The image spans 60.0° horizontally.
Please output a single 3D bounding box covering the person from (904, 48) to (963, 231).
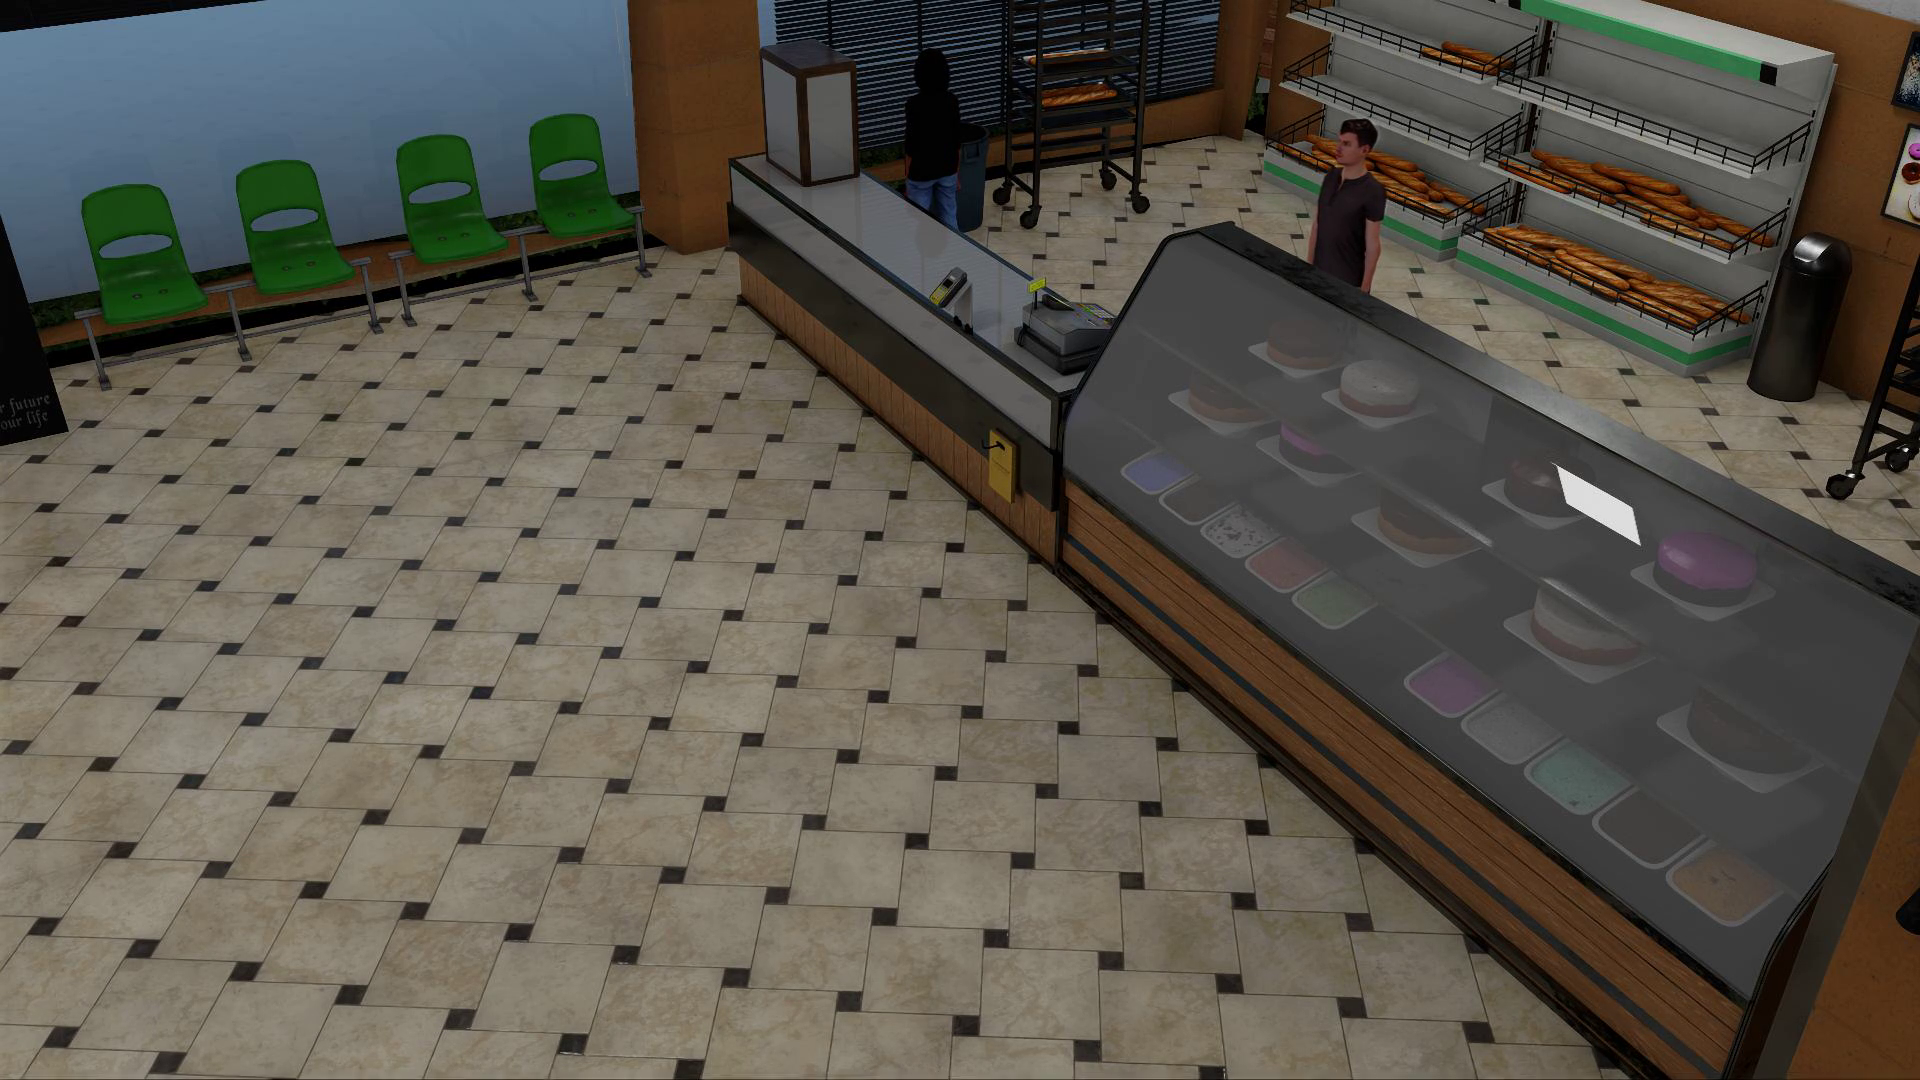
[{"bbox_3d":[-0.181,-2.395,10.983,0.511,1.702,0.648,-12,34,-18],"label":"person"}]

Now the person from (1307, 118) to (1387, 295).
[{"bbox_3d":[2.134,-1.452,9.327,0.515,1.851,0.650,-17,36,-25],"label":"person"}]
